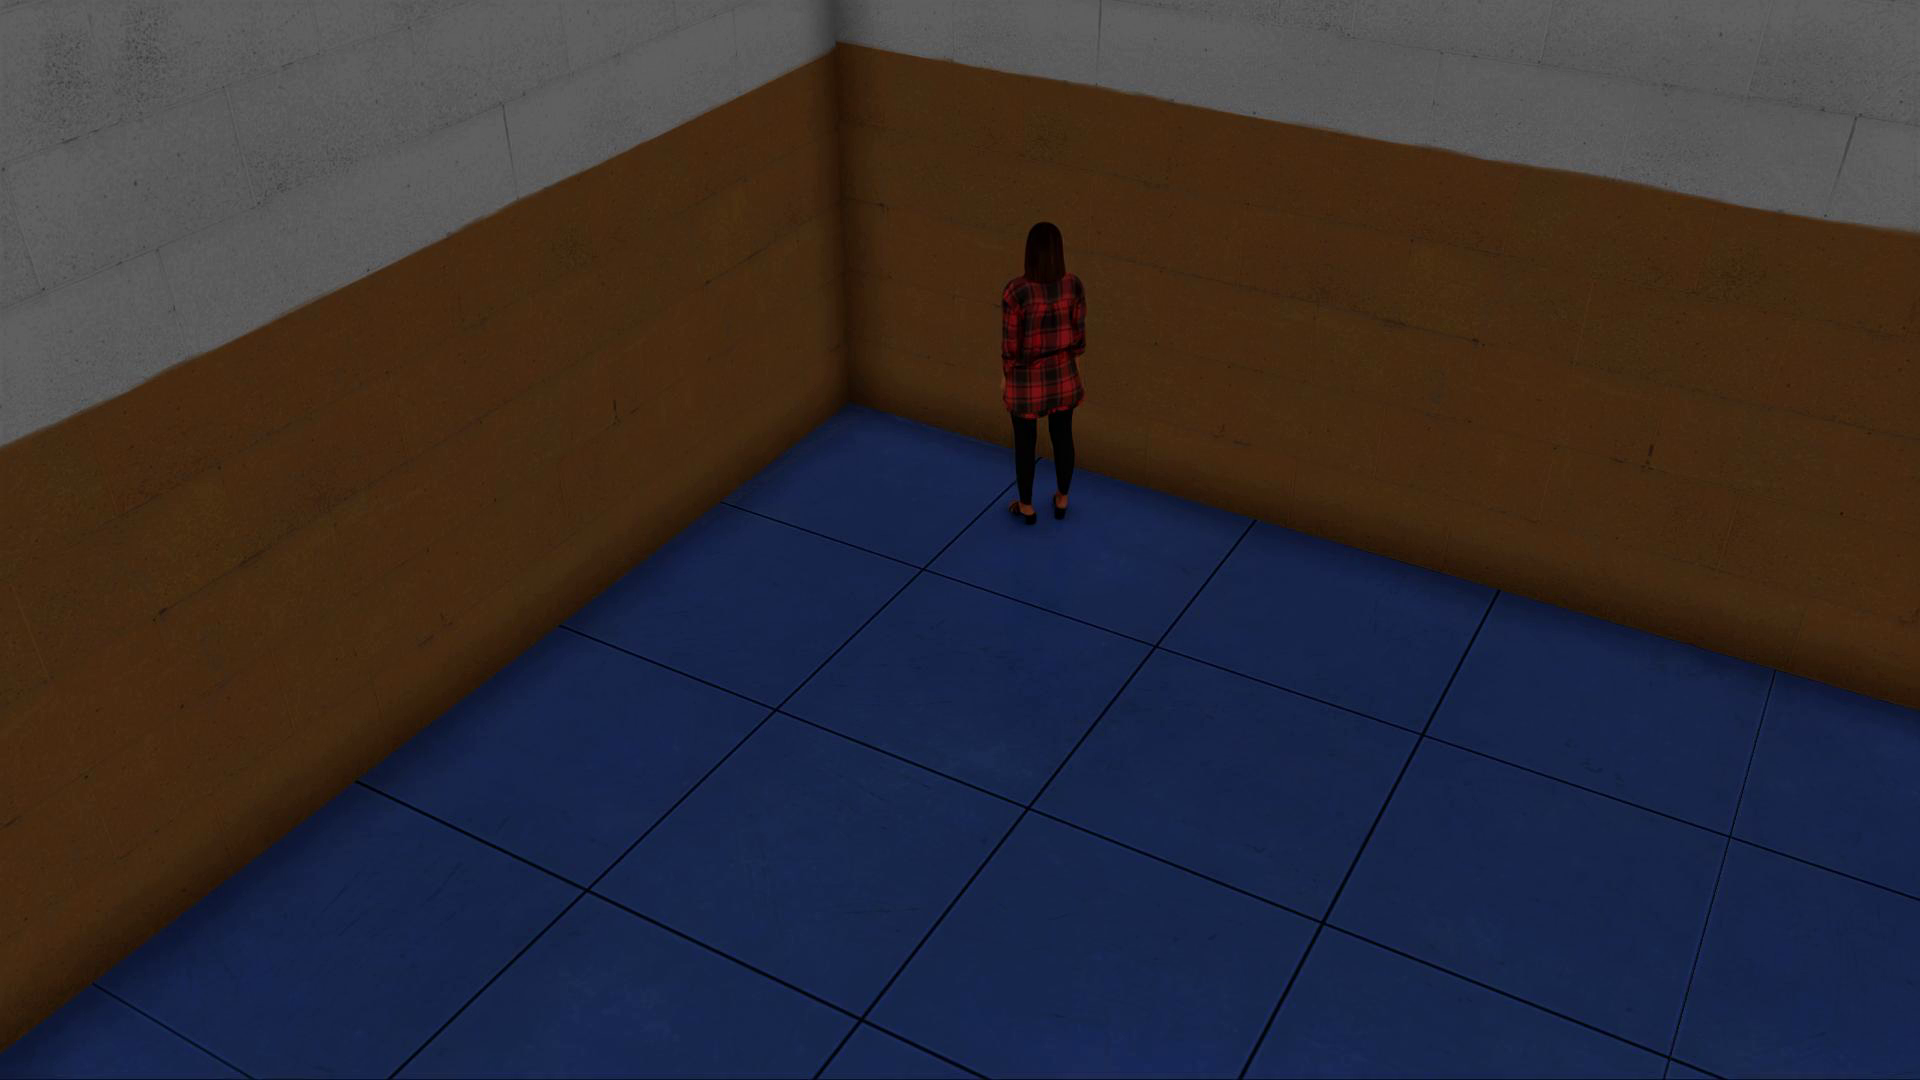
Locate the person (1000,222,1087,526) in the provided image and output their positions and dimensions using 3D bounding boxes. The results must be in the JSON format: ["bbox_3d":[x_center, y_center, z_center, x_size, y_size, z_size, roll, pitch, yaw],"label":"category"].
[{"bbox_3d":[0.427,-0.859,8.710,0.698,1.702,0.761,-9,35,-13],"label":"person"}]
